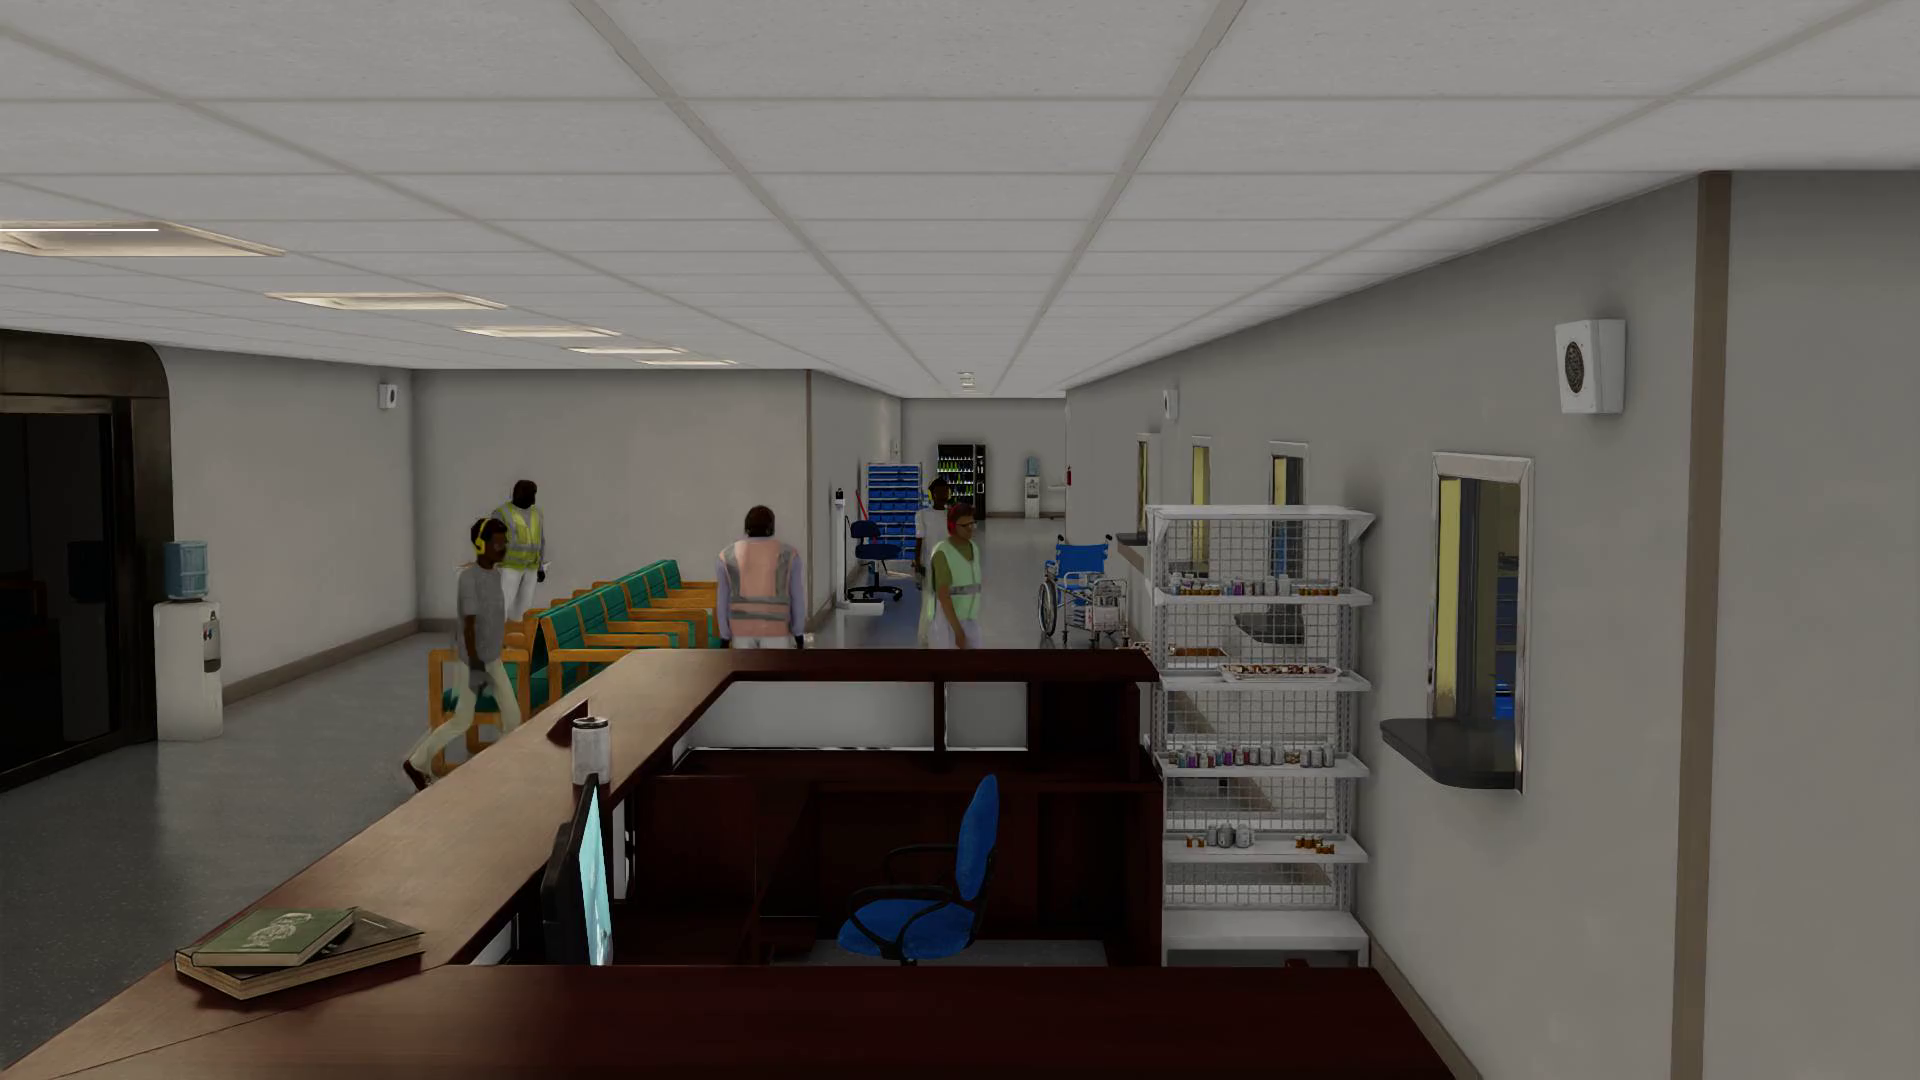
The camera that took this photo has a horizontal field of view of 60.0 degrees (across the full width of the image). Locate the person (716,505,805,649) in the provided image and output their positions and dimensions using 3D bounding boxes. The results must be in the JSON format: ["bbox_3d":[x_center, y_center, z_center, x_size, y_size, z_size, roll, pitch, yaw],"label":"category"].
[{"bbox_3d":[-1.440,0.660,11.980,0.635,1.819,0.605,0,4,-1],"label":"person"}]

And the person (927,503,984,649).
[{"bbox_3d":[0.013,0.632,12.336,0.501,1.822,0.575,3,5,32],"label":"person"}]

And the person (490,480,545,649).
[{"bbox_3d":[-4.605,0.285,17.291,0.502,1.820,0.673,3,5,37],"label":"person"}]

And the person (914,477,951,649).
[{"bbox_3d":[-0.211,0.309,16.523,0.533,1.868,0.310,-2,5,-28],"label":"person"}]

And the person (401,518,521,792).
[{"bbox_3d":[-3.108,0.763,10.567,0.950,1.825,0.526,1,4,12],"label":"person"}]
